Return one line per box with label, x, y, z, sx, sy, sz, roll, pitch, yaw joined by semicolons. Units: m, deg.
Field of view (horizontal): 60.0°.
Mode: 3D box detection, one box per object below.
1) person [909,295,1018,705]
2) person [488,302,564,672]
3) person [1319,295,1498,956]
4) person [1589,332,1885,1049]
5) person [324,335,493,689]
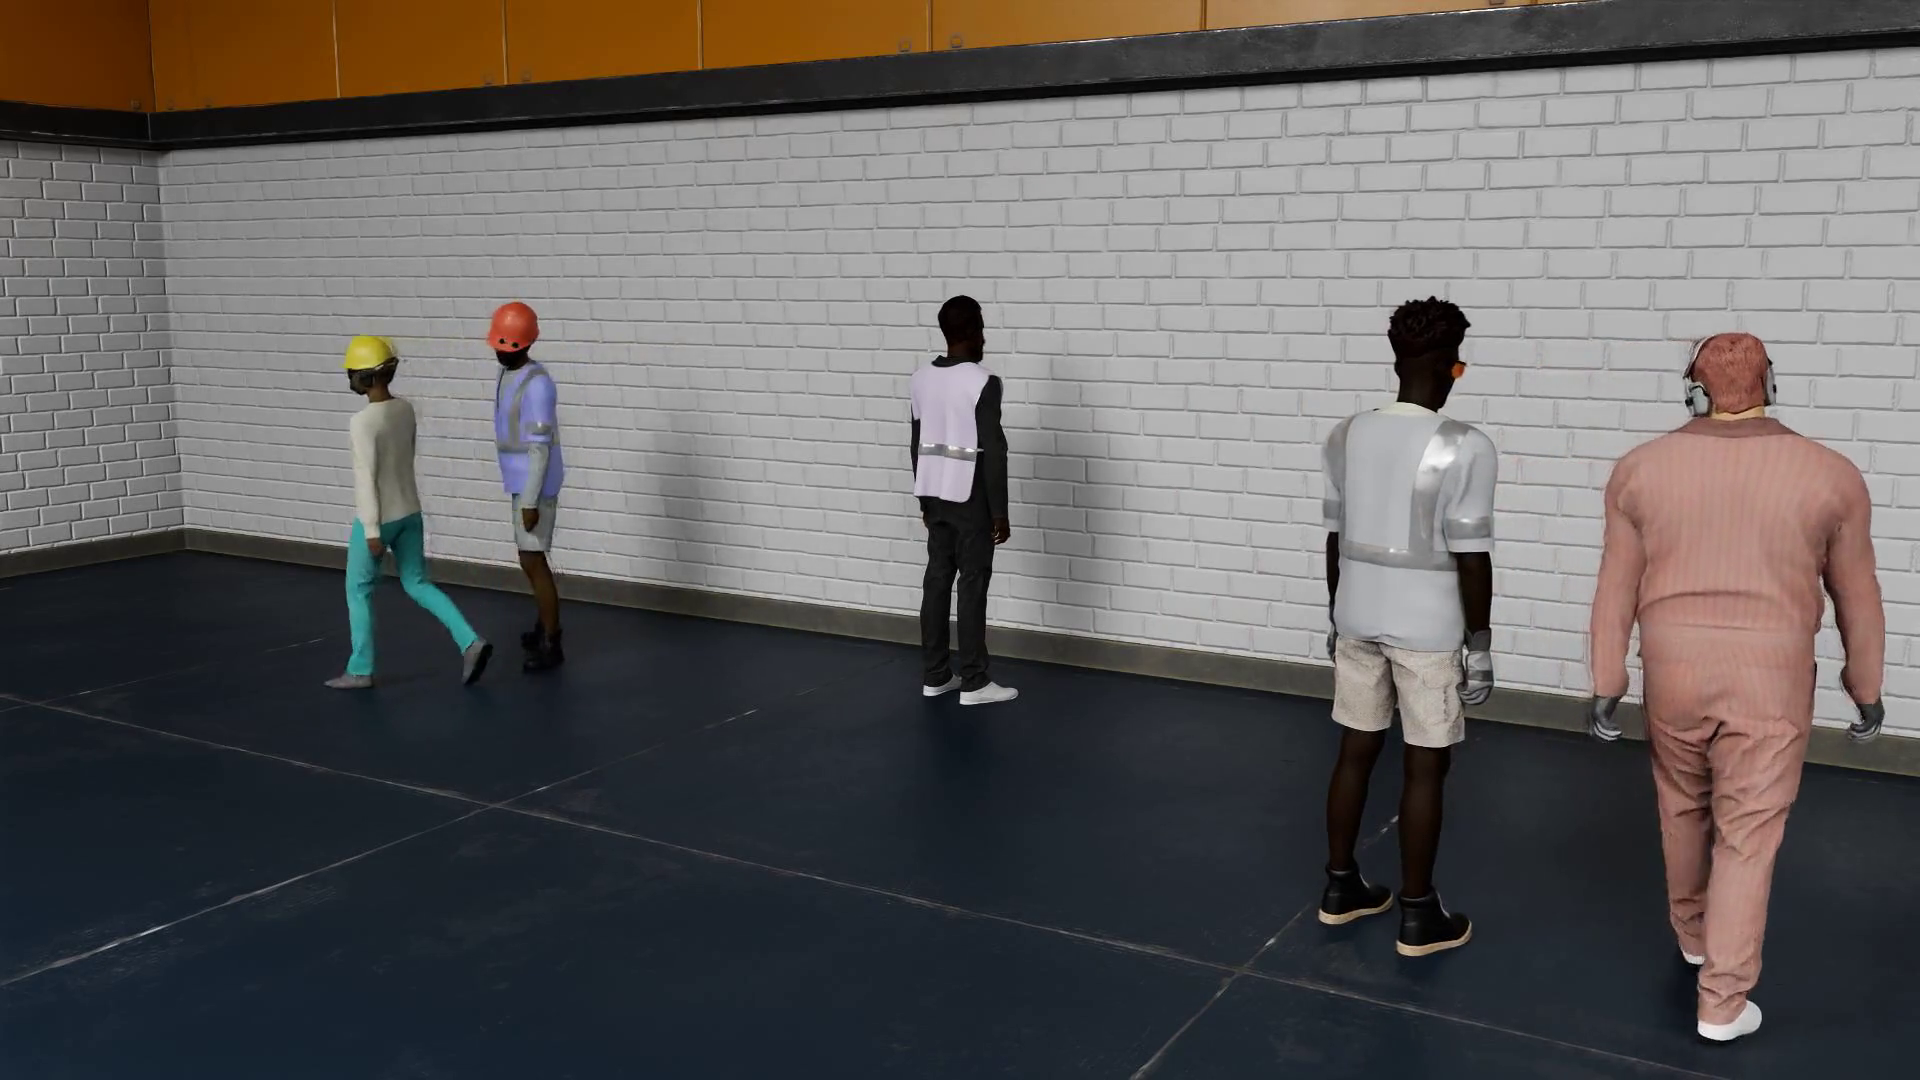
person;-0.003;-0.184;7.841;0.392;1.922;0.593;-9;13;-43
person;-2.244;-0.279;8.566;0.434;1.888;0.737;-5;10;-29
person;1.343;0.254;5.001;0.375;1.958;0.606;-7;11;-35
person;2.140;0.371;4.572;0.695;1.854;0.910;6;11;34
person;-2.700;-0.121;8.021;0.769;1.740;0.526;3;9;15
